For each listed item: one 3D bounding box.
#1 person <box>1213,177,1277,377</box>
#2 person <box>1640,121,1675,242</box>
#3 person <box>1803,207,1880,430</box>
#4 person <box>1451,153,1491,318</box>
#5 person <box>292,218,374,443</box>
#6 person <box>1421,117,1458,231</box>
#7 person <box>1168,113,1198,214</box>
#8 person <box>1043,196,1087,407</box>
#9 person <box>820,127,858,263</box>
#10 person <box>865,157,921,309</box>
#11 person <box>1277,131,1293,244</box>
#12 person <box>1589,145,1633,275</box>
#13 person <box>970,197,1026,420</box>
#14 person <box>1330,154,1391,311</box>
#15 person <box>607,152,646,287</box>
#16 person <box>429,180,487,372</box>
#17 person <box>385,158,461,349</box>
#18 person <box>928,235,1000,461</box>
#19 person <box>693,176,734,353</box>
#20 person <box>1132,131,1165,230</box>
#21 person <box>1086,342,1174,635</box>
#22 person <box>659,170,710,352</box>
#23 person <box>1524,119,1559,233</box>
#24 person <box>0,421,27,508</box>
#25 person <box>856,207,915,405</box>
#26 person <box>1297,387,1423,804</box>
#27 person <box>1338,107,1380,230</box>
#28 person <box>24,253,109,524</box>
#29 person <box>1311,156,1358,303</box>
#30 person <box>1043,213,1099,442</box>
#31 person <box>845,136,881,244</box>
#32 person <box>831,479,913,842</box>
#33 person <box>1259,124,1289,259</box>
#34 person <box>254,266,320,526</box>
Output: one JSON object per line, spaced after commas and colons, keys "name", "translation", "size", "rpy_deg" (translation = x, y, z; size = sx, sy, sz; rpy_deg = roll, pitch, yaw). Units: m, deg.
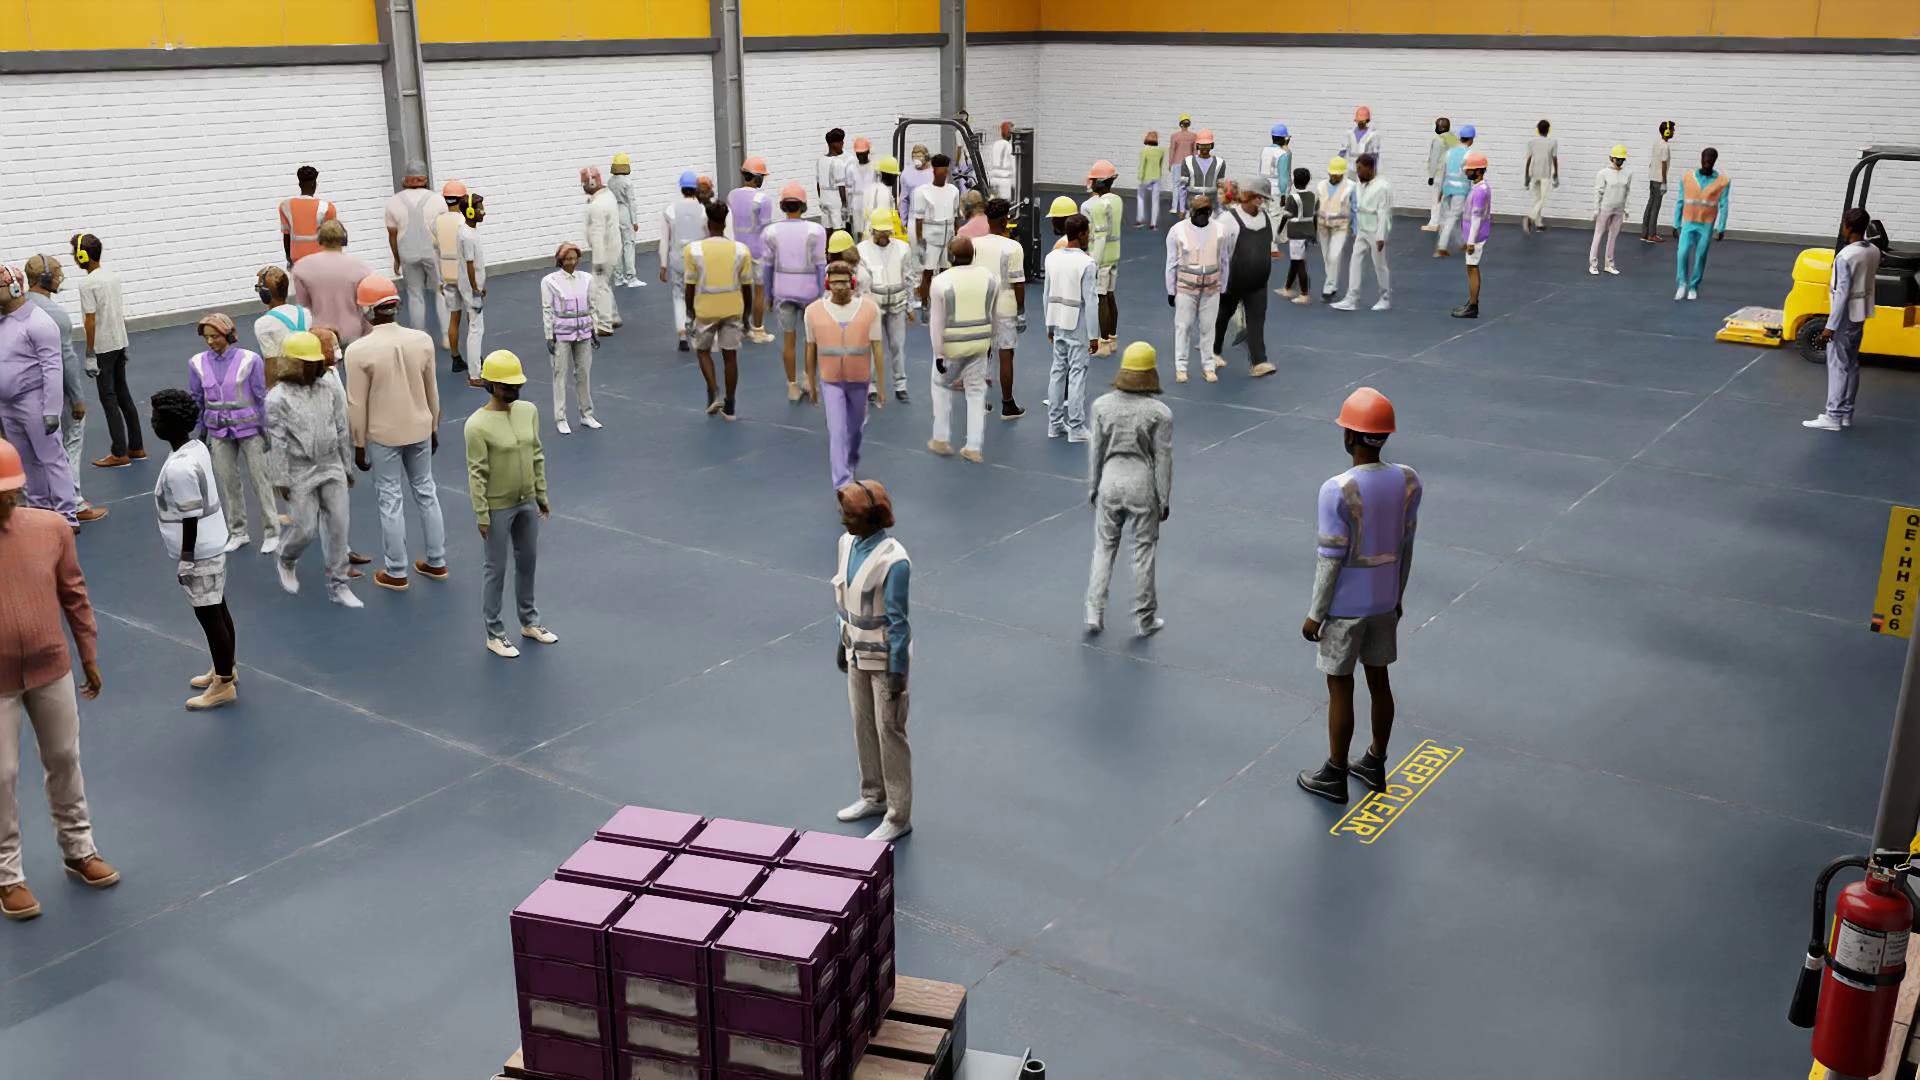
{"name": "person", "translation": [2.826, -2.677, 16.630], "size": [0.730, 2.000, 1.048], "rpy_deg": [-7, 19, -22]}
{"name": "person", "translation": [11.001, -5.632, 26.168], "size": [0.335, 1.862, 0.521], "rpy_deg": [0, 18, 1]}
{"name": "person", "translation": [7.693, -1.905, 14.418], "size": [0.590, 1.916, 0.389], "rpy_deg": [-14, 22, -37]}
{"name": "person", "translation": [6.067, -3.602, 19.707], "size": [0.388, 1.930, 0.544], "rpy_deg": [6, 19, 18]}
{"name": "person", "translation": [-5.108, -1.670, 13.676], "size": [0.637, 1.921, 0.667], "rpy_deg": [-4, 18, -13]}
{"name": "person", "translation": [7.929, -6.039, 27.485], "size": [0.430, 1.836, 0.626], "rpy_deg": [16, 24, 41]}
{"name": "person", "translation": [3.989, -6.727, 29.763], "size": [0.531, 1.755, 0.343], "rpy_deg": [-3, 18, -8]}
{"name": "person", "translation": [0.966, -2.182, 15.289], "size": [0.393, 1.919, 0.581], "rpy_deg": [6, 19, 19]}
{"name": "person", "translation": [-1.707, -4.827, 23.495], "size": [0.606, 1.962, 0.372], "rpy_deg": [9, 20, 27]}
{"name": "person", "translation": [-0.941, -3.670, 20.033], "size": [1.011, 1.864, 0.583], "rpy_deg": [-6, 19, -18]}
{"name": "person", "translation": [5.019, -5.516, 25.976], "size": [0.340, 1.761, 0.528], "rpy_deg": [6, 19, 19]}
{"name": "person", "translation": [8.980, -4.540, 22.903], "size": [0.533, 1.767, 0.322], "rpy_deg": [-3, 18, -11]}
{"name": "person", "translation": [0.321, -2.054, 14.801], "size": [0.603, 1.967, 0.366], "rpy_deg": [10, 20, 28]}
{"name": "person", "translation": [4.908, -3.695, 20.092], "size": [0.889, 1.858, 0.704], "rpy_deg": [-7, 19, -20]}
{"name": "person", "translation": [-4.423, -4.220, 21.939], "size": [0.486, 1.743, 0.299], "rpy_deg": [13, 22, 35]}
{"name": "person", "translation": [-4.996, -2.630, 16.670], "size": [0.550, 1.925, 0.390], "rpy_deg": [7, 19, 20]}
{"name": "person", "translation": [-5.743, -3.068, 17.853], "size": [0.690, 2.000, 0.536], "rpy_deg": [-2, 18, -6]}
{"name": "person", "translation": [-0.008, -1.574, 13.545], "size": [0.632, 1.819, 0.719], "rpy_deg": [-7, 19, -20]}
{"name": "person", "translation": [-2.672, -2.908, 17.626], "size": [0.590, 1.866, 0.439], "rpy_deg": [-1, 18, -4]}
{"name": "person", "translation": [3.145, -5.989, 27.702], "size": [0.512, 1.600, 0.646], "rpy_deg": [-7, 19, -22]}
{"name": "person", "translation": [0.980, -0.273, 9.624], "size": [0.506, 1.731, 0.464], "rpy_deg": [7, 19, 22]}
{"name": "person", "translation": [-2.842, -2.909, 17.544], "size": [0.670, 1.925, 0.505], "rpy_deg": [-2, 18, -7]}
{"name": "person", "translation": [9.445, -5.917, 27.089], "size": [0.526, 1.838, 0.841], "rpy_deg": [16, 24, 41]}
{"name": "person", "translation": [-6.870, -1.009, 11.727], "size": [0.327, 1.843, 0.516], "rpy_deg": [0, 18, -1]}
{"name": "person", "translation": [-0.708, -2.156, 15.363], "size": [0.603, 1.818, 0.403], "rpy_deg": [-6, 19, -17]}
{"name": "person", "translation": [1.807, 0.262, 7.603], "size": [0.542, 1.939, 0.362], "rpy_deg": [-9, 20, -26]}
{"name": "person", "translation": [6.549, -6.154, 27.565], "size": [0.667, 1.989, 0.975], "rpy_deg": [13, 22, 35]}
{"name": "person", "translation": [-6.386, -1.050, 11.728], "size": [0.639, 1.928, 0.369], "rpy_deg": [13, 22, 35]}
{"name": "person", "translation": [4.607, -3.867, 20.743], "size": [0.631, 1.793, 0.773], "rpy_deg": [14, 22, 36]}
{"name": "person", "translation": [0.939, -1.785, 14.039], "size": [0.377, 1.916, 0.600], "rpy_deg": [-14, 22, -36]}
{"name": "person", "translation": [-1.264, -4.479, 22.456], "size": [0.551, 1.922, 0.527], "rpy_deg": [3, 18, 10]}
{"name": "person", "translation": [-0.369, 0.521, 7.290], "size": [0.314, 1.632, 0.525], "rpy_deg": [-11, 21, -32]}
{"name": "person", "translation": [4.601, -5.111, 24.412], "size": [0.421, 1.939, 0.616], "rpy_deg": [-7, 19, -22]}
{"name": "person", "translation": [-4.719, -1.005, 11.716], "size": [0.349, 1.846, 0.506], "rpy_deg": [6, 19, 18]}
